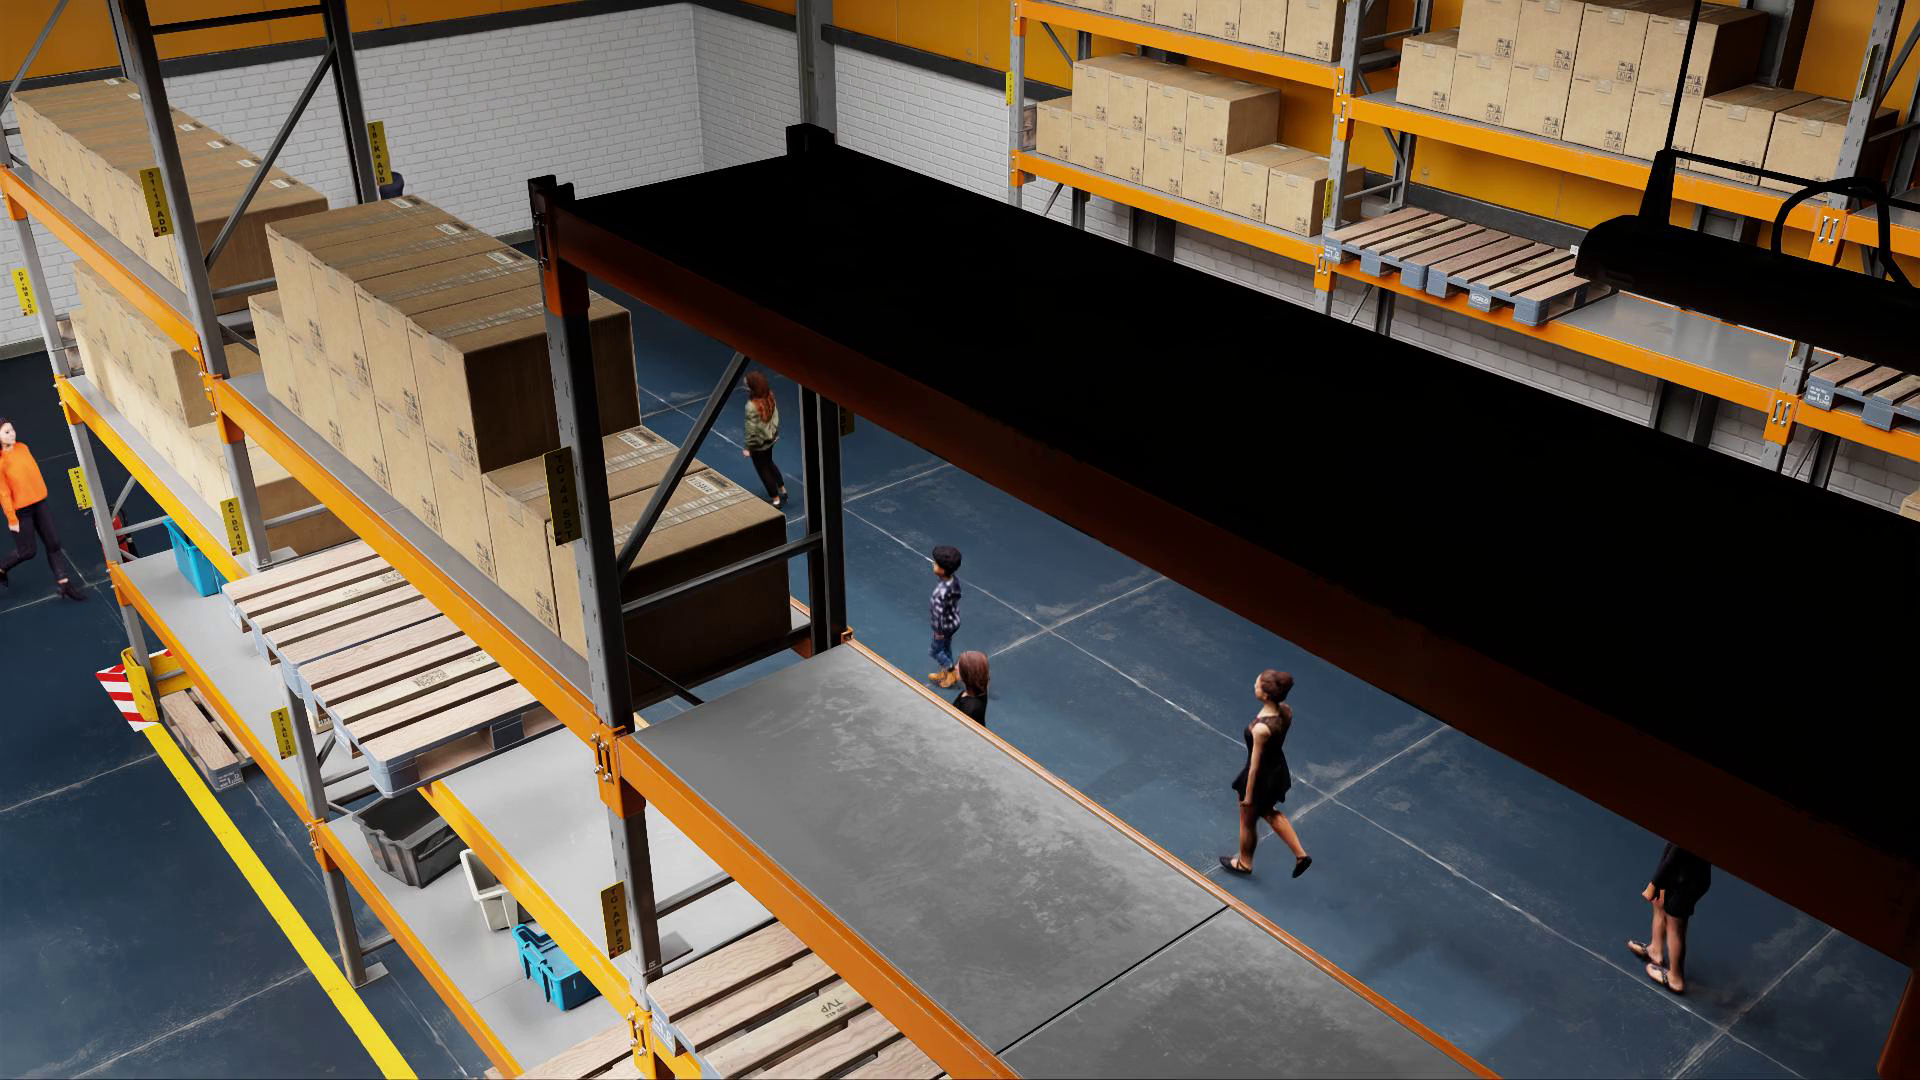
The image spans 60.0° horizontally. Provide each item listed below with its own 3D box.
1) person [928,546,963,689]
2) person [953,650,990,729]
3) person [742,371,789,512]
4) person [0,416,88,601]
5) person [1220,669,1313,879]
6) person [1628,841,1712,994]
[{"bbox_3d":[-0.075,0.624,12.991,0.659,1.243,0.608,7,29,13],"label":"person"},{"bbox_3d":[0.092,1.457,10.980,0.696,1.706,0.655,5,29,9],"label":"person"},{"bbox_3d":[-1.823,-0.928,15.613,0.667,1.457,0.698,18,34,30],"label":"person"},{"bbox_3d":[-7.966,-0.235,14.061,1.115,1.725,1.020,4,29,7],"label":"person"},{"bbox_3d":[2.048,1.570,10.818,0.915,1.663,0.698,19,34,31],"label":"person"},{"bbox_3d":[4.421,2.087,9.992,0.570,1.546,0.663,-20,34,-32],"label":"person"}]
